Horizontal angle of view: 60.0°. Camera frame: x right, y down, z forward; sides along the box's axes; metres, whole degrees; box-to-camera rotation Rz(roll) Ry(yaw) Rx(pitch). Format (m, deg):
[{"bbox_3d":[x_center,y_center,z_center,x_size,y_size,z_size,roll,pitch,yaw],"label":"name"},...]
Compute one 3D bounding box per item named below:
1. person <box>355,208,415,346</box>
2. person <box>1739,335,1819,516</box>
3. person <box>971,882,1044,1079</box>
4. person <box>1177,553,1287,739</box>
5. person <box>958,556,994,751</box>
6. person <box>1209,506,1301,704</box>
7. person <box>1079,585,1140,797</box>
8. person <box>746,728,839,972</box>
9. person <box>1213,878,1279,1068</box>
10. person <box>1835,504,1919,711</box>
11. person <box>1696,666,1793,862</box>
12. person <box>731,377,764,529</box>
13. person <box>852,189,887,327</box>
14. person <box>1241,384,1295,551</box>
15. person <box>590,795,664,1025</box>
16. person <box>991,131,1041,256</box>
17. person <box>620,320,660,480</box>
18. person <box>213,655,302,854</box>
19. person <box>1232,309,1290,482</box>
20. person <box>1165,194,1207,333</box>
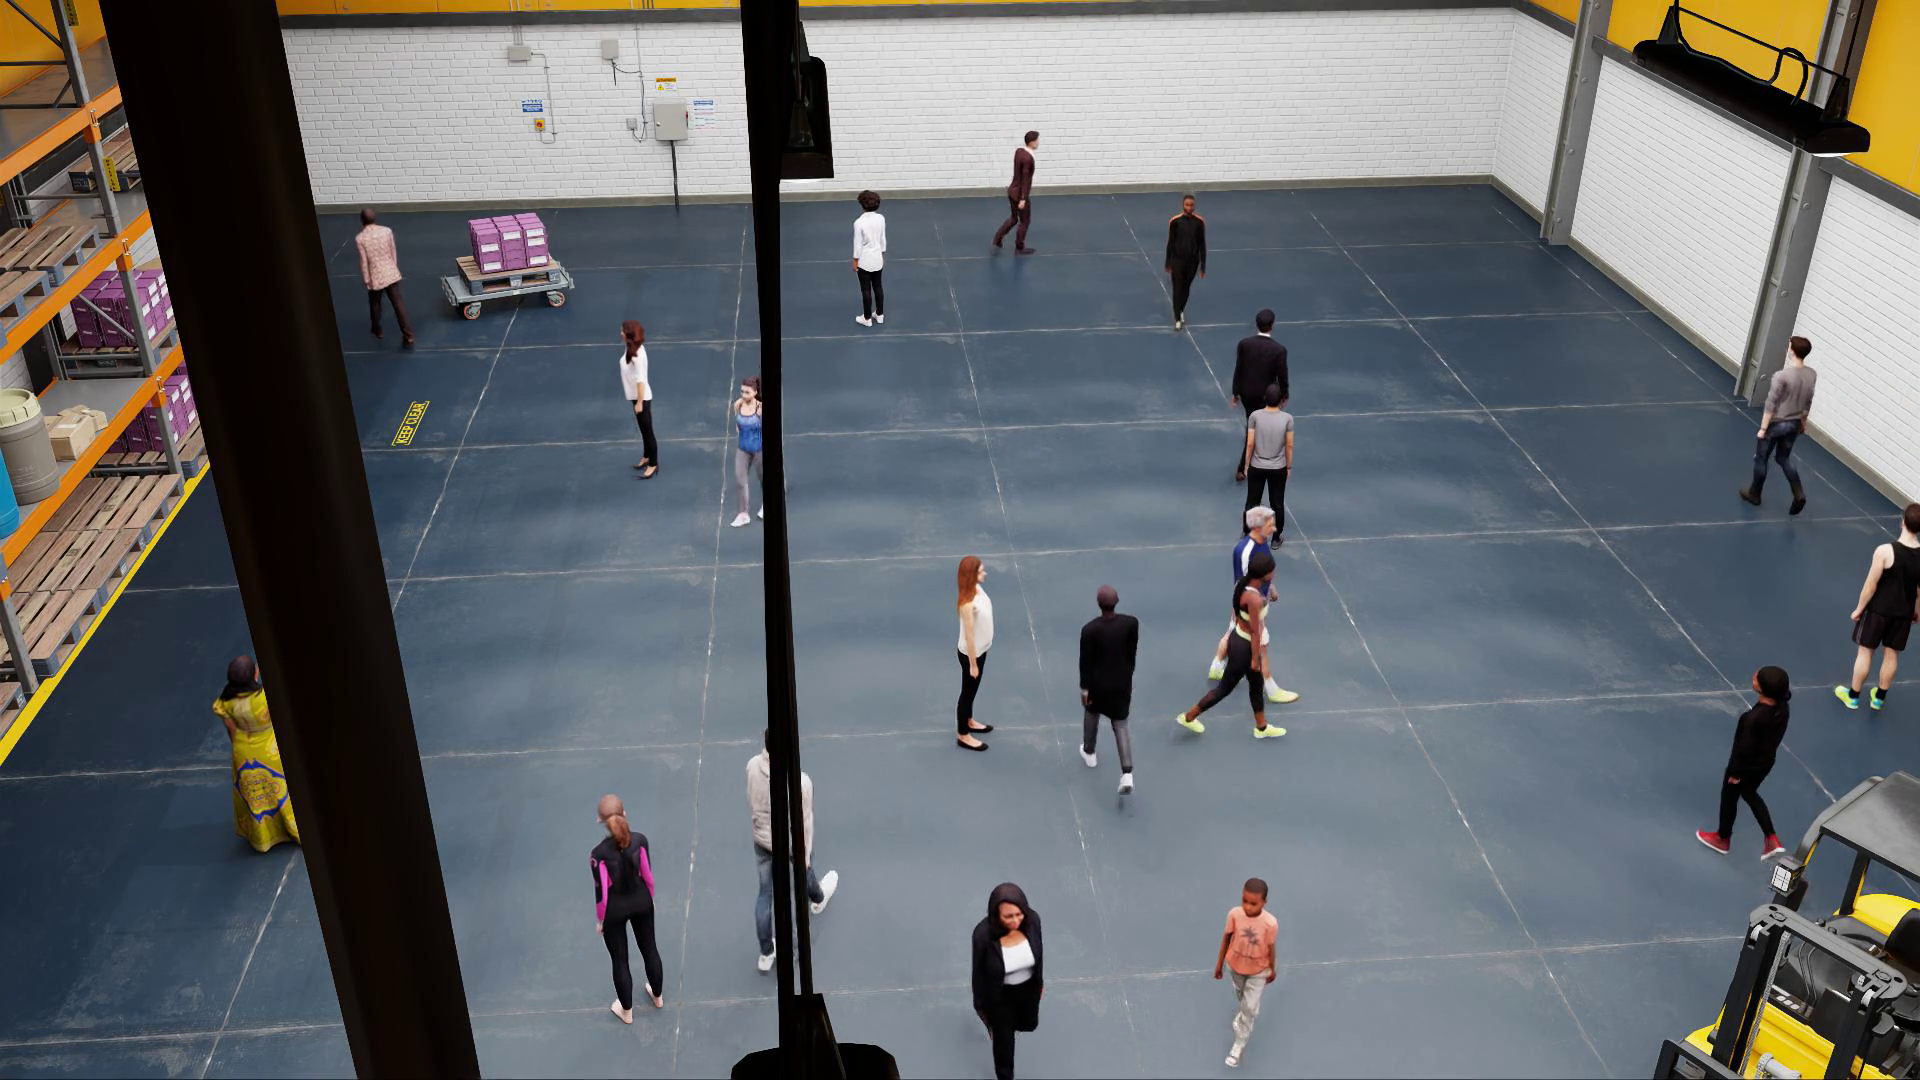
[{"bbox_3d":[-7.287,-3.306,21.113,1.072,1.777,1.268,-20,35,-32],"label":"person"},{"bbox_3d":[8.475,-1.135,17.019,0.773,1.887,1.072,-6,29,-11],"label":"person"},{"bbox_3d":[0.258,2.712,10.263,0.846,1.603,0.963,-16,32,-26],"label":"person"},{"bbox_3d":[2.192,0.905,13.465,0.768,1.709,1.112,1,29,2],"label":"person"},{"bbox_3d":[0.096,0.894,13.472,0.682,1.722,0.519,5,29,8],"label":"person"},{"bbox_3d":[2.387,0.508,14.100,1.030,1.797,1.113,12,31,21],"label":"person"},{"bbox_3d":[1.182,1.177,12.942,0.699,1.733,1.121,-5,29,-10],"label":"person"},{"bbox_3d":[-1.264,2.087,11.196,0.978,1.806,1.268,9,30,16],"label":"person"},{"bbox_3d":[1.867,2.671,10.674,0.801,1.280,0.943,15,32,25],"label":"person"},{"bbox_3d":[7.759,0.572,13.887,0.734,1.890,0.642,4,29,7],"label":"person"},{"bbox_3d":[5.844,1.668,12.122,0.790,1.656,0.962,-14,32,-24],"label":"person"},{"bbox_3d":[-2.069,-0.943,16.978,0.815,1.590,0.943,13,31,22],"label":"person"},{"bbox_3d":[-1.178,-3.700,21.802,0.730,1.810,0.748,-20,34,-32],"label":"person"},{"bbox_3d":[3.039,-0.732,16.418,0.666,1.755,0.629,5,29,8],"label":"person"},{"bbox_3d":[-2.158,2.374,10.730,0.655,1.749,0.684,-18,33,-29],"label":"person"},{"bbox_3d":[0.809,-5.036,24.230,0.874,1.830,0.909,-9,30,-17],"label":"person"},{"bbox_3d":[-3.414,-1.517,17.817,0.712,1.794,0.541,-9,30,-16],"label":"person"},{"bbox_3d":[-5.145,1.568,12.300,0.842,1.661,0.751,-3,29,-6],"label":"person"},{"bbox_3d":[3.151,-1.506,17.766,1.153,1.823,1.332,14,32,24],"label":"person"},{"bbox_3d":[2.937,-3.657,21.759,0.721,1.775,1.113,0,29,1],"label":"person"}]
